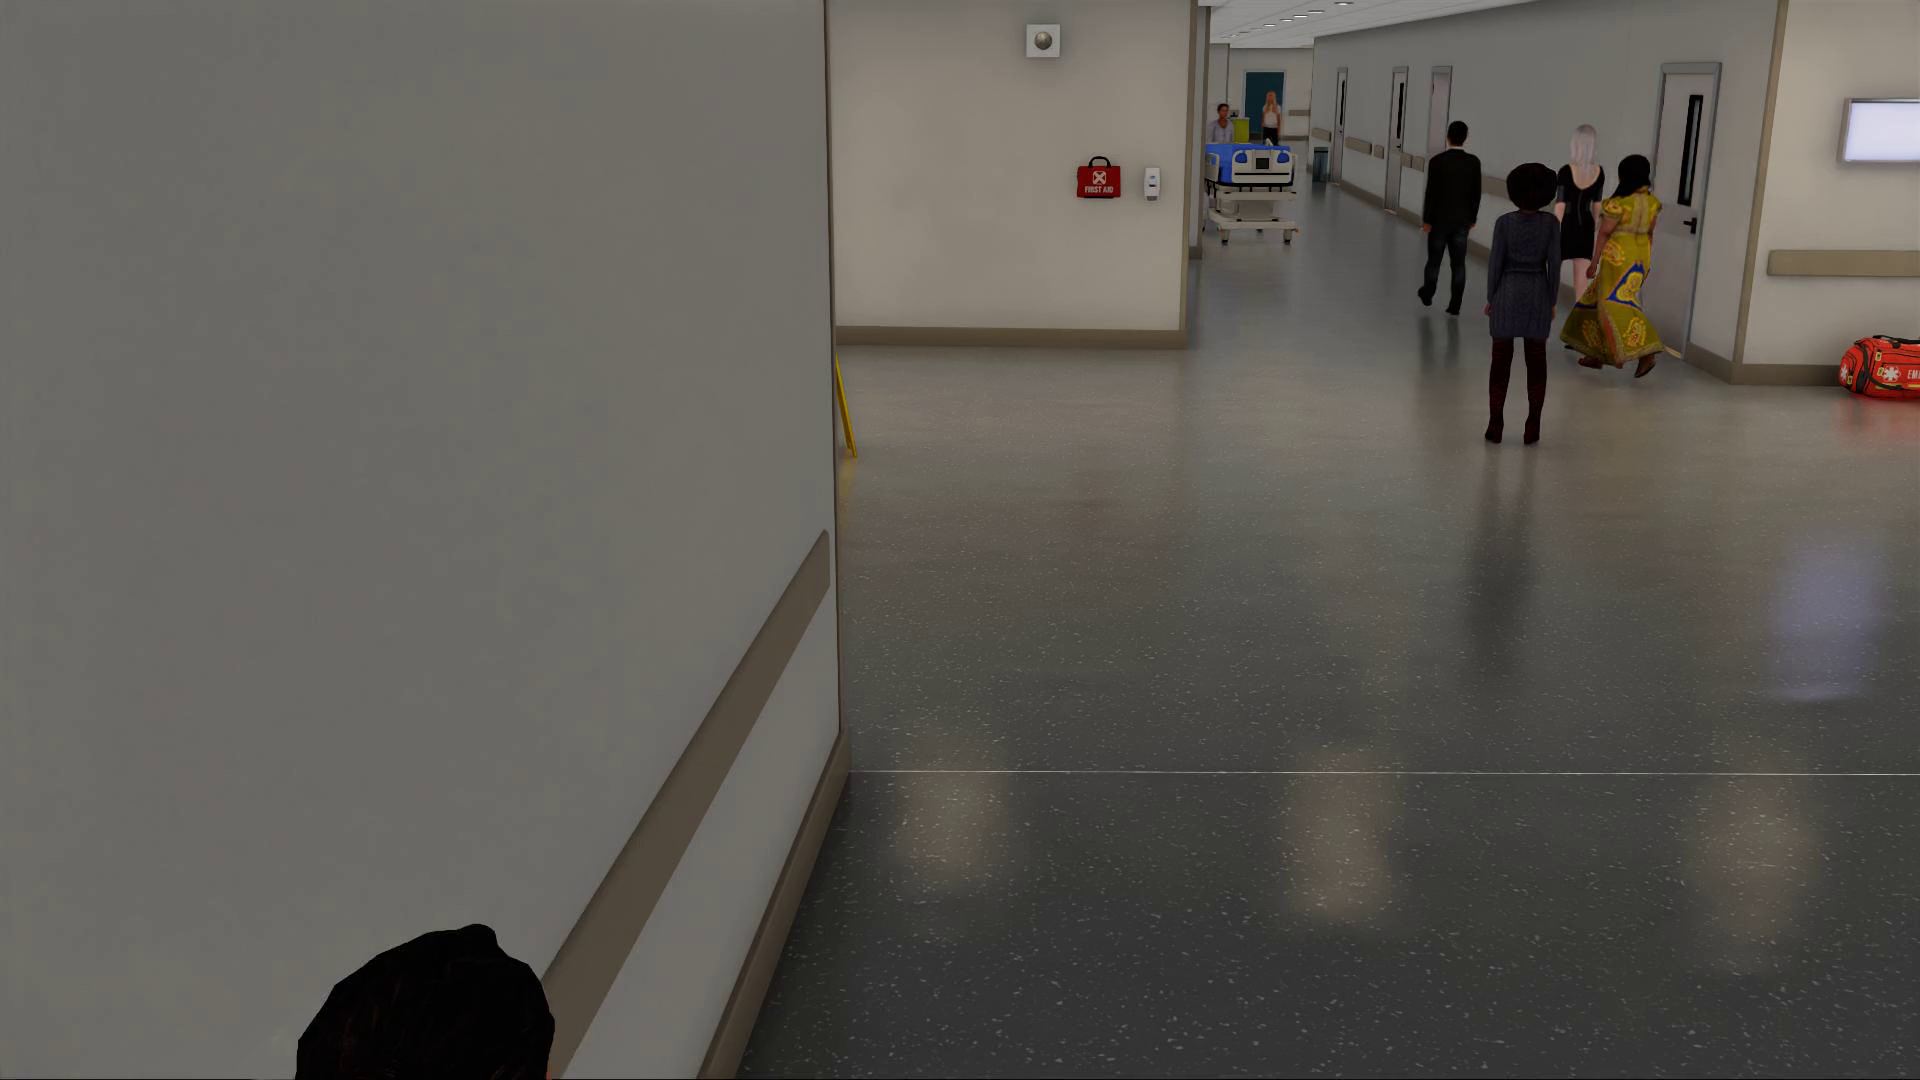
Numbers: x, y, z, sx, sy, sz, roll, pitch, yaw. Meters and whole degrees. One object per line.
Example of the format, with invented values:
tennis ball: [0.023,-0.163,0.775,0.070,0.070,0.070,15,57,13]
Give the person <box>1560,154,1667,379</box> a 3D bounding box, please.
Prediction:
person: [4.975,-2.002,12.360,1.368,1.626,1.294,-8,18,-27]

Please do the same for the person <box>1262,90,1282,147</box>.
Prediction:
person: [7.067,-9.232,37.671,1.065,1.807,0.846,5,17,18]

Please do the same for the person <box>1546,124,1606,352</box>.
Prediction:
person: [5.037,-2.422,13.528,1.007,1.801,0.835,-2,16,-8]

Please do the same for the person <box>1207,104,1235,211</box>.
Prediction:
person: [4.262,-6.305,27.473,0.950,1.707,0.802,-1,16,-5]

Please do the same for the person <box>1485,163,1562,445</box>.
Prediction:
person: [3.464,-1.453,10.257,0.502,1.710,0.672,4,16,15]

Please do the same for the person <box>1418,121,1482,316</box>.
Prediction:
person: [4.606,-2.962,15.511,0.729,1.762,0.782,0,16,1]
